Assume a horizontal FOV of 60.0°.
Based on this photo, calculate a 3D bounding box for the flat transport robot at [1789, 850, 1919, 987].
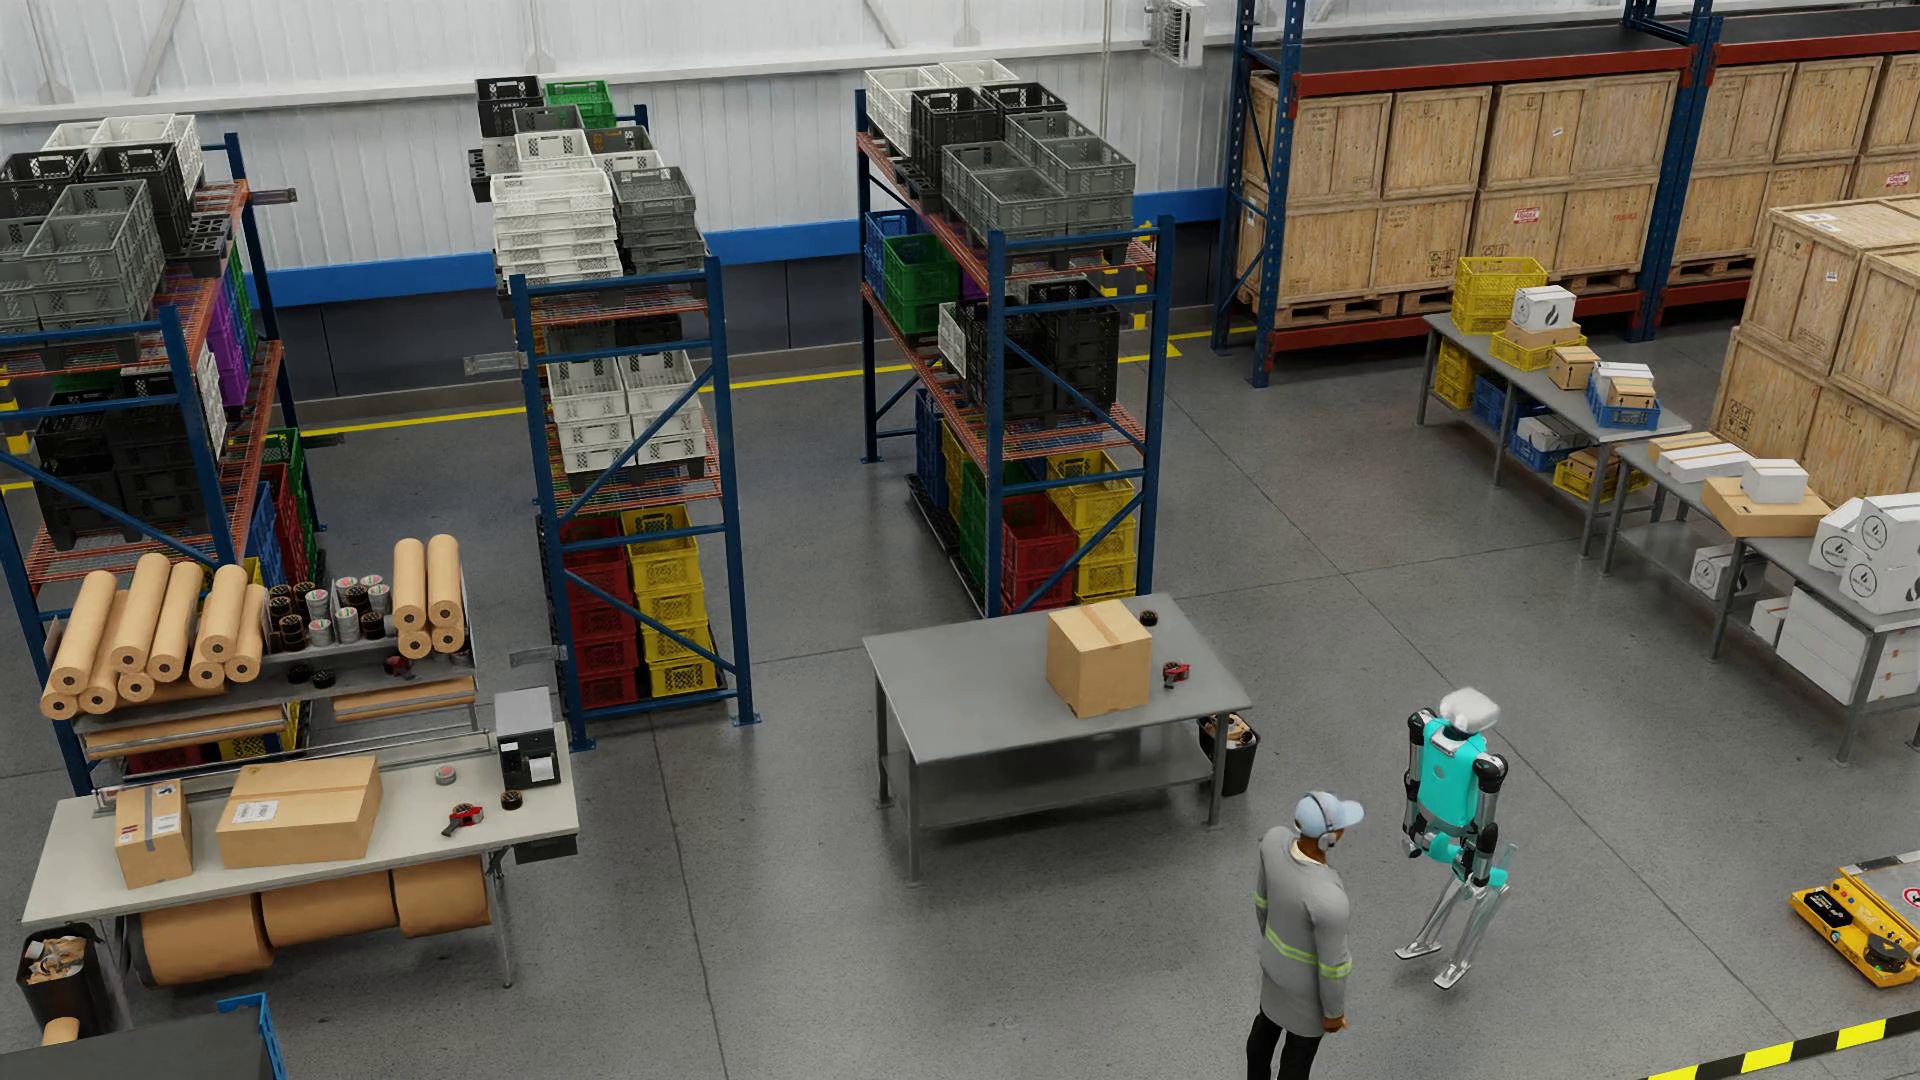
[{"bbox_3d":[5.163,1.916,8.676,1.431,0.231,0.659,-8,30,-14],"label":"flat transport robot"}]

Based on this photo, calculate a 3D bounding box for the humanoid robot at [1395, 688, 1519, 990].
[{"bbox_3d":[2.466,1.388,7.975,0.735,1.674,0.533,-17,33,-28],"label":"humanoid robot"}]

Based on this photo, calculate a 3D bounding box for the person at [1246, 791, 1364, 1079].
[{"bbox_3d":[1.479,1.842,7.166,0.370,1.852,0.588,-11,31,-20],"label":"person"}]
